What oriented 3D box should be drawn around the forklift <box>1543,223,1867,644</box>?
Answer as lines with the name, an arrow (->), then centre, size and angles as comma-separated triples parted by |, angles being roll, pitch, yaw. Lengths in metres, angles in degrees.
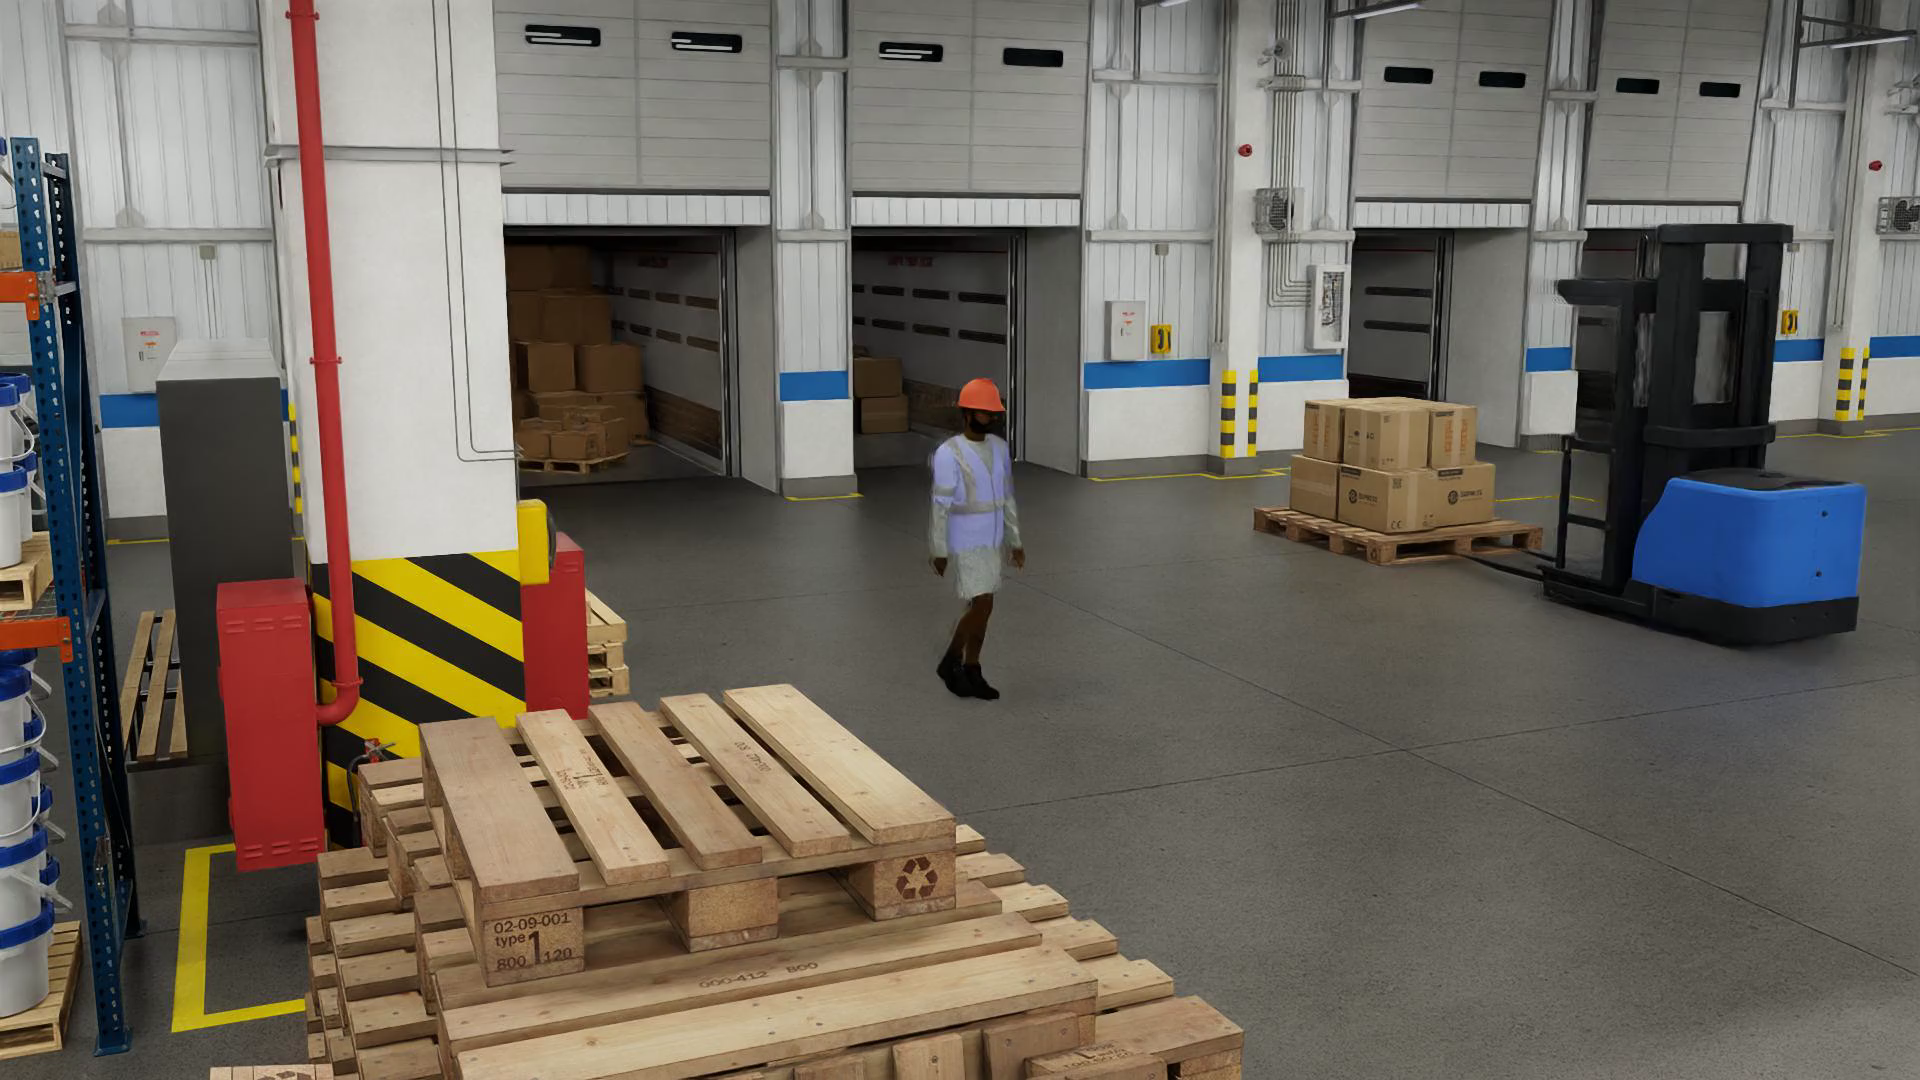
forklift -> 5.296, -0.822, 11.716 | 1.129, 2.768, 1.873 | -4, 11, -23

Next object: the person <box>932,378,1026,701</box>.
person -> 0.128, 0.006, 9.794 | 0.399, 1.921, 0.550 | 9, 13, 39
